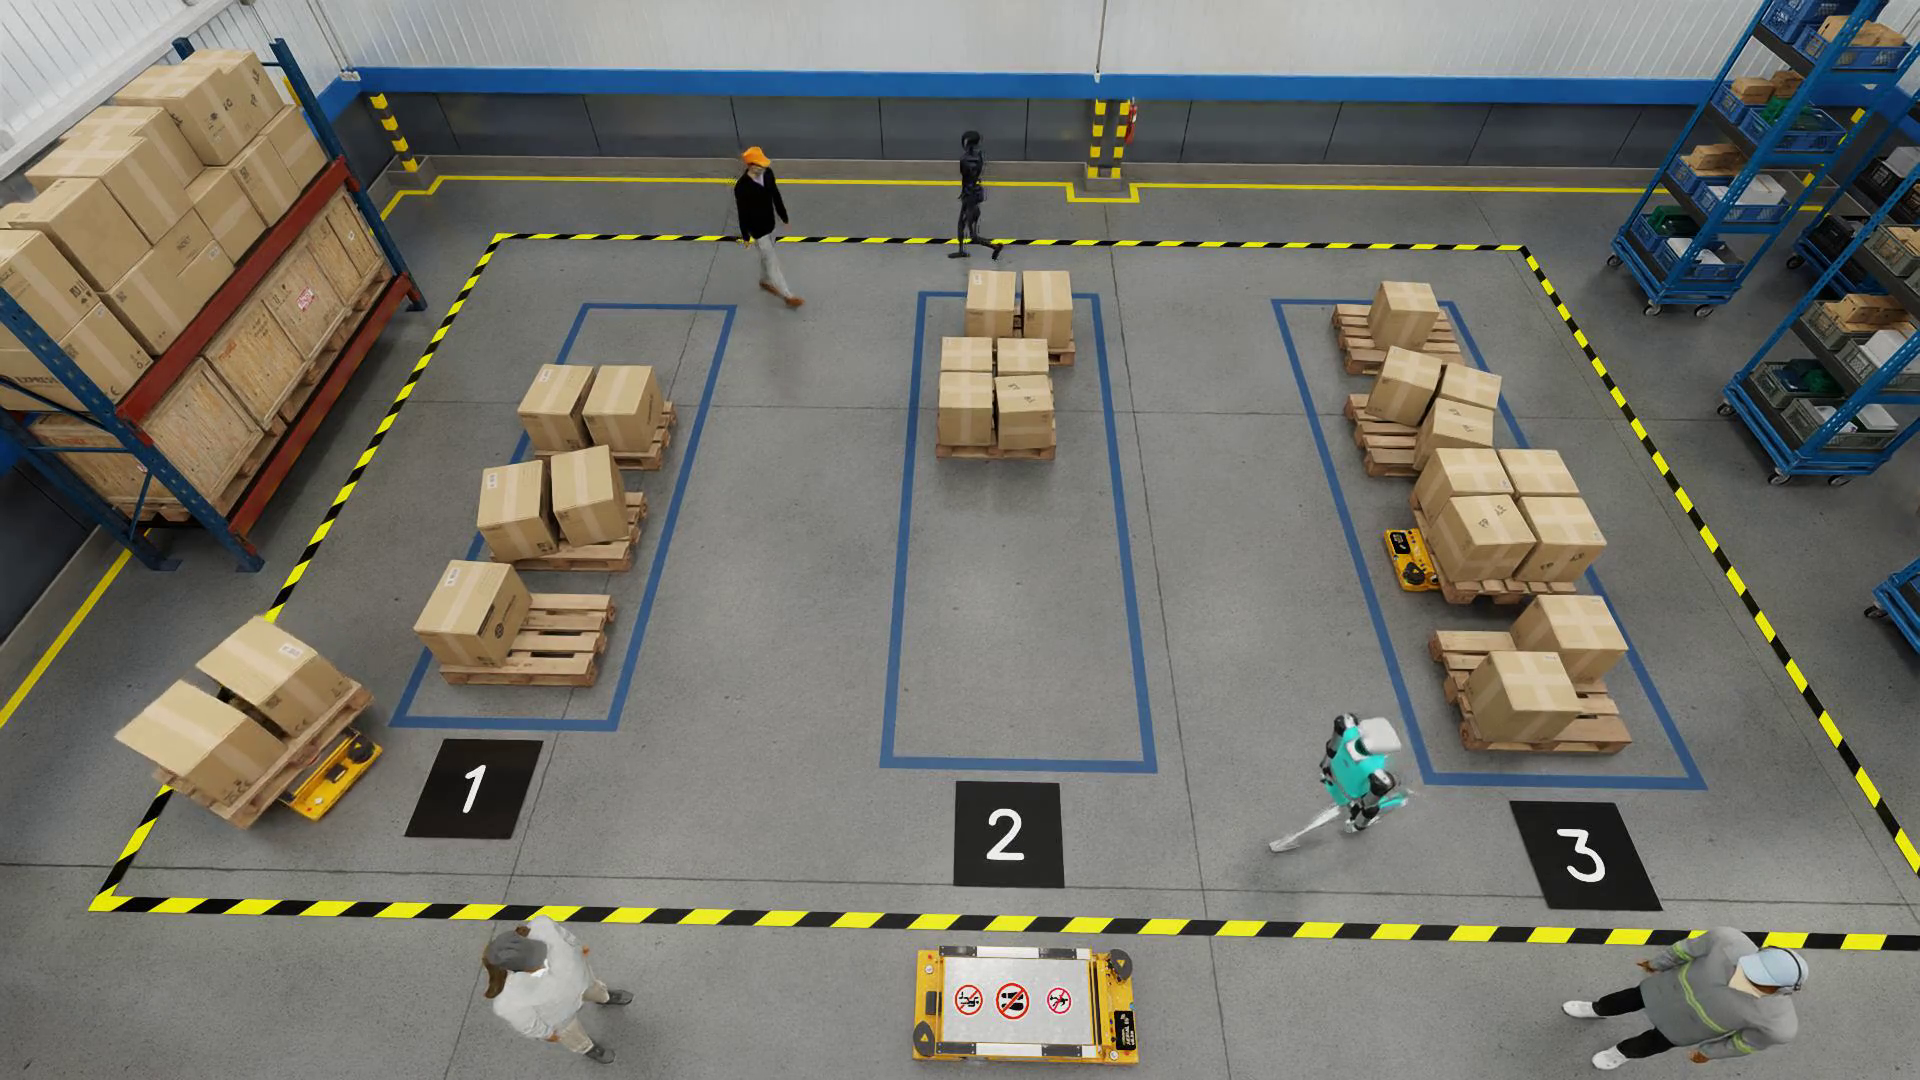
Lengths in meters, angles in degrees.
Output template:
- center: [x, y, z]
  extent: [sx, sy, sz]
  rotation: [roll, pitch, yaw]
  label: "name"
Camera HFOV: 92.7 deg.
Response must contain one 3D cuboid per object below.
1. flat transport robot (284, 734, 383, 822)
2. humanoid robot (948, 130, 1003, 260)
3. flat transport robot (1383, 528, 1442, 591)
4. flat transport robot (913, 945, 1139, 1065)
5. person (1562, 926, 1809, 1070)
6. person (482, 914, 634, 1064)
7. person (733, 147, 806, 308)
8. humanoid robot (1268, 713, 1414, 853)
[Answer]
- center: [-5.326, 1.601, 7.163]
  extent: [1.431, 0.197, 0.652]
  rotation: [19, 53, 15]
  label: "flat transport robot"
- center: [0.187, -4.085, 10.916]
  extent: [0.620, 1.631, 0.608]
  rotation: [-7, 51, -6]
  label: "humanoid robot"
- center: [4.689, 0.155, 8.342]
  extent: [1.431, 0.197, 0.652]
  rotation: [1, 51, 1]
  label: "flat transport robot"
- center: [0.422, 3.041, 6.007]
  extent: [1.431, 0.231, 0.659]
  rotation: [1, 51, 1]
  label: "flat transport robot"
- center: [4.174, 2.681, 5.279]
  extent: [0.397, 1.852, 0.589]
  rotation: [-5, 51, -4]
  label: "person"
- center: [-2.360, 2.633, 5.370]
  extent: [0.399, 1.768, 0.573]
  rotation: [5, 51, 4]
  label: "person"
- center: [-2.116, -3.503, 10.317]
  extent: [0.788, 1.854, 0.610]
  rotation: [22, 54, 17]
  label: "person"
- center: [2.773, 1.663, 6.217]
  extent: [1.066, 1.745, 0.539]
  rotation: [-12, 52, -10]
  label: "humanoid robot"
